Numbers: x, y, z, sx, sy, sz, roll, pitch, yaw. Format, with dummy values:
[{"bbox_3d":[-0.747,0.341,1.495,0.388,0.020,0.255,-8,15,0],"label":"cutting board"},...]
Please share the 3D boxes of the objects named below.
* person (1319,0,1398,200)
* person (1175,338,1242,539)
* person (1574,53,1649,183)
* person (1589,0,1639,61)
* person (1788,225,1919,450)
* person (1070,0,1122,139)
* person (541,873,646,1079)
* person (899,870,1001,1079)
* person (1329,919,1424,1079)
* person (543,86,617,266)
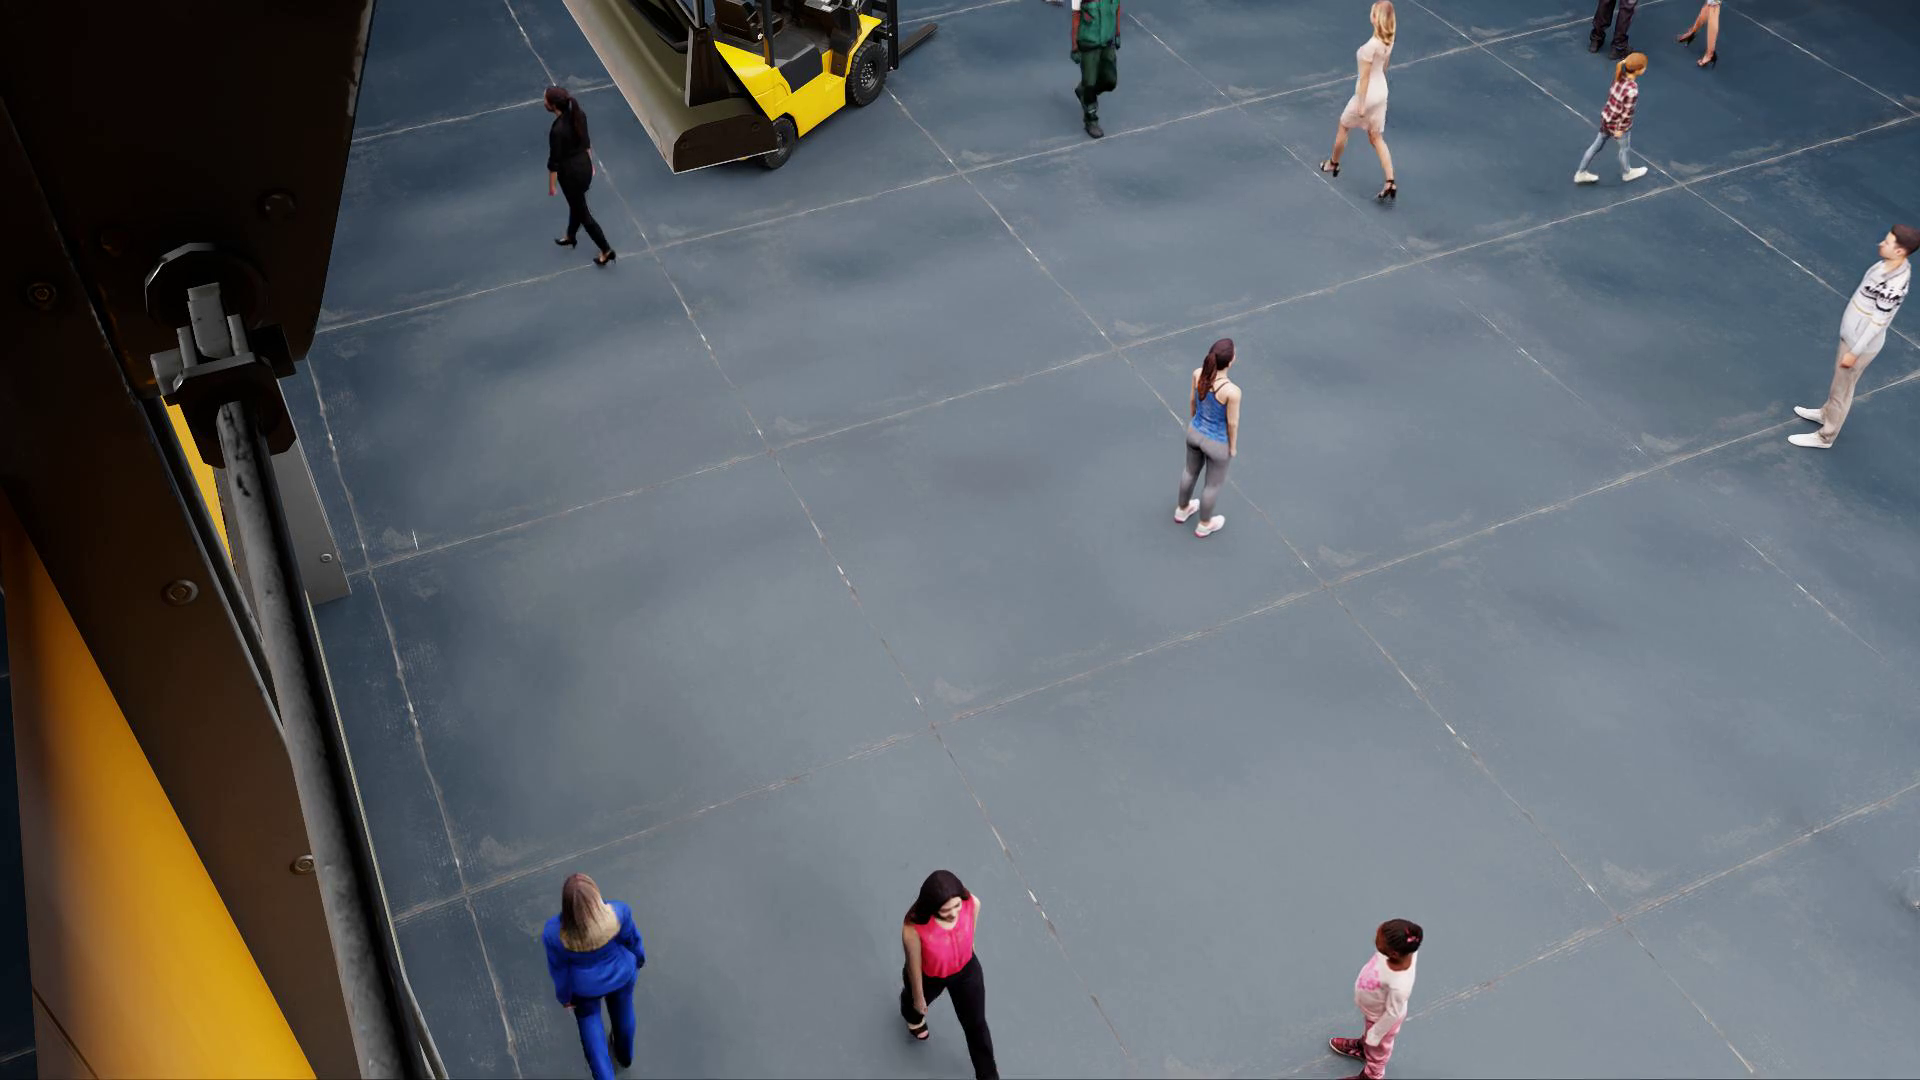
[{"bbox_3d":[3.679,-3.818,14.632,0.773,1.787,1.176,-27,50,-26],"label":"person"},{"bbox_3d":[1.728,-0.709,11.499,0.674,1.607,0.541,-31,51,-28],"label":"person"},{"bbox_3d":[5.836,-3.759,14.943,0.766,1.273,0.874,-5,44,-6],"label":"person"},{"bbox_3d":[6.674,-5.727,16.608,0.825,1.826,0.652,-32,52,-29],"label":"person"},{"bbox_3d":[6.587,-1.488,12.132,0.796,1.861,0.764,19,47,19],"label":"person"},{"bbox_3d":[1.216,-4.673,15.503,0.711,1.824,0.806,-20,47,-20],"label":"person"},{"bbox_3d":[-1.776,2.259,8.326,0.658,1.687,0.804,-14,45,-14],"label":"person"},{"bbox_3d":[-0.135,2.167,8.482,0.639,1.605,1.097,-21,48,-21],"label":"person"},{"bbox_3d":[2.147,2.331,8.419,0.683,1.455,0.588,6,44,6],"label":"person"},{"bbox_3d":[-3.158,-3.000,13.886,1.014,1.633,0.945,16,46,16],"label":"person"}]
